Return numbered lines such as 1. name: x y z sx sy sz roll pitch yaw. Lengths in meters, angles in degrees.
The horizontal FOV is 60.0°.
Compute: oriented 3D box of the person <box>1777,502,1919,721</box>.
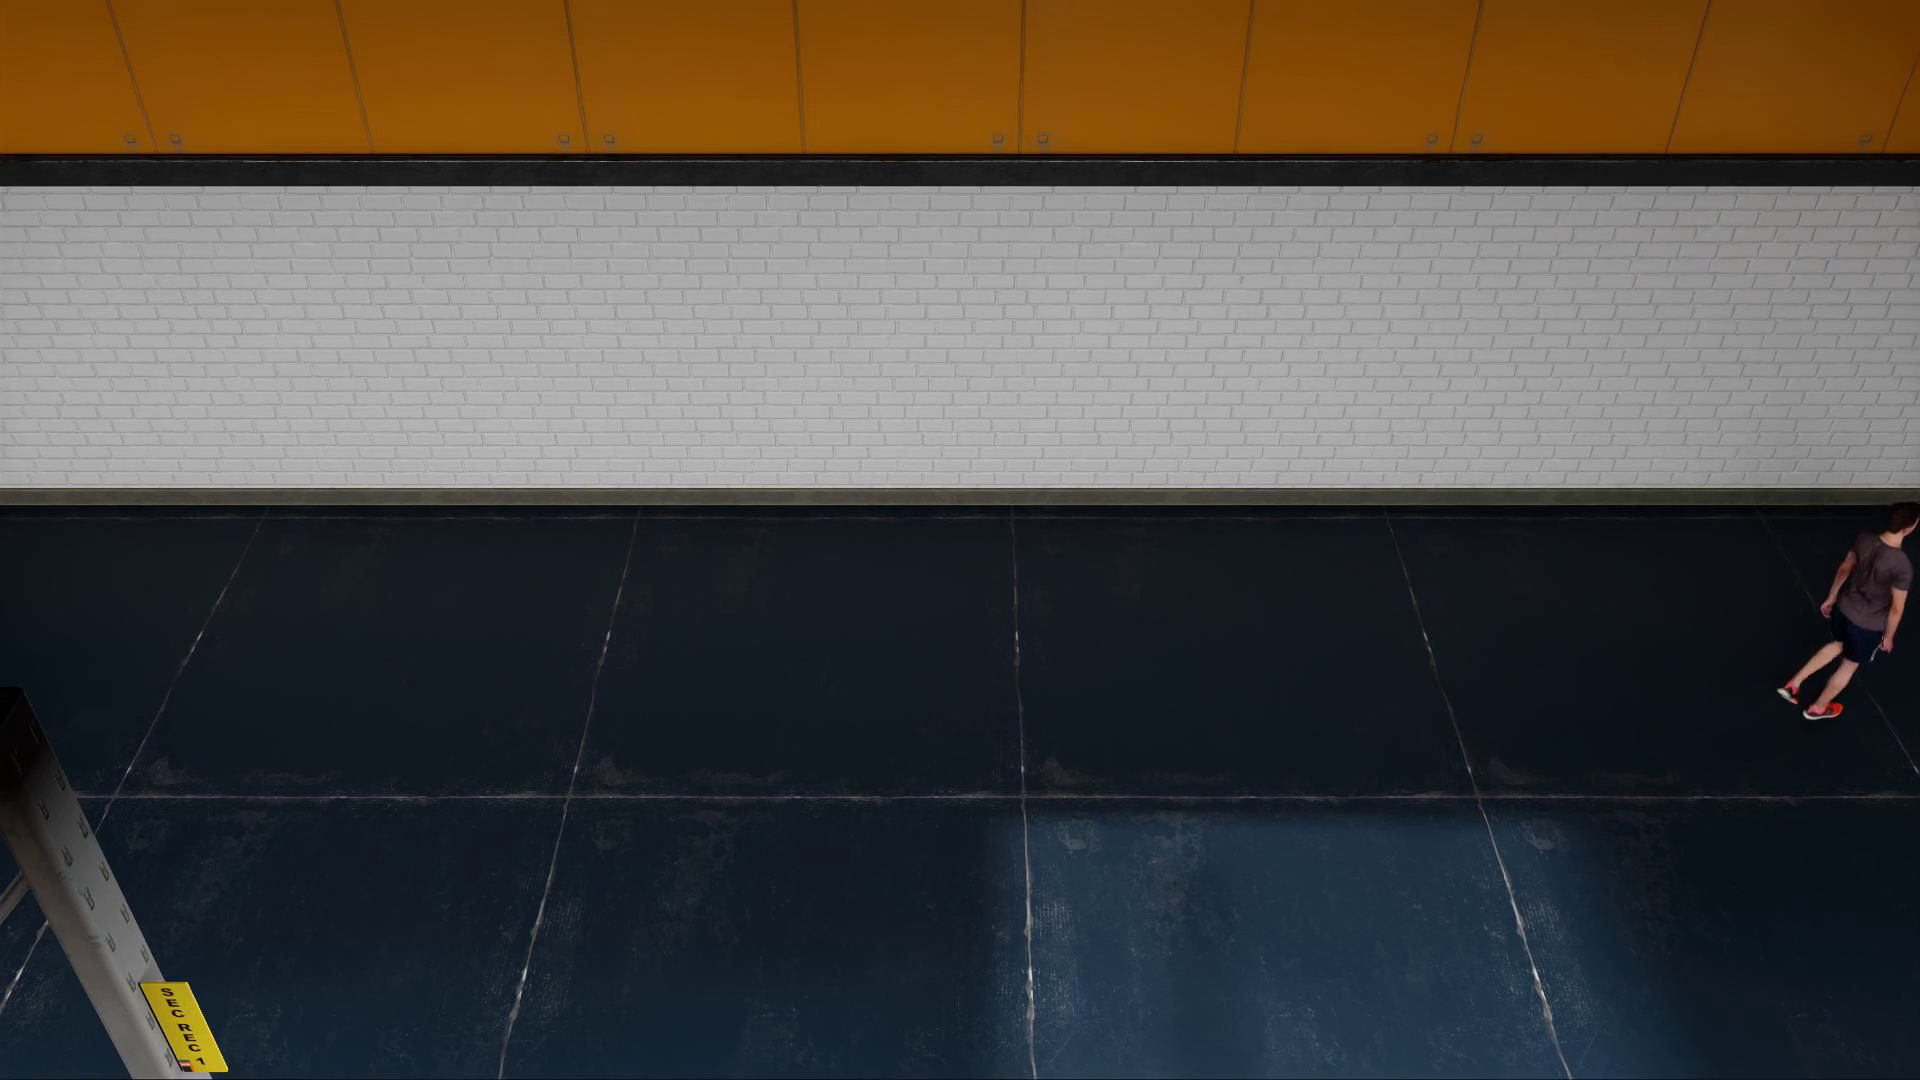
1. person: 5.860 0.521 10.957 0.819 1.841 0.795 -10 40 -12
